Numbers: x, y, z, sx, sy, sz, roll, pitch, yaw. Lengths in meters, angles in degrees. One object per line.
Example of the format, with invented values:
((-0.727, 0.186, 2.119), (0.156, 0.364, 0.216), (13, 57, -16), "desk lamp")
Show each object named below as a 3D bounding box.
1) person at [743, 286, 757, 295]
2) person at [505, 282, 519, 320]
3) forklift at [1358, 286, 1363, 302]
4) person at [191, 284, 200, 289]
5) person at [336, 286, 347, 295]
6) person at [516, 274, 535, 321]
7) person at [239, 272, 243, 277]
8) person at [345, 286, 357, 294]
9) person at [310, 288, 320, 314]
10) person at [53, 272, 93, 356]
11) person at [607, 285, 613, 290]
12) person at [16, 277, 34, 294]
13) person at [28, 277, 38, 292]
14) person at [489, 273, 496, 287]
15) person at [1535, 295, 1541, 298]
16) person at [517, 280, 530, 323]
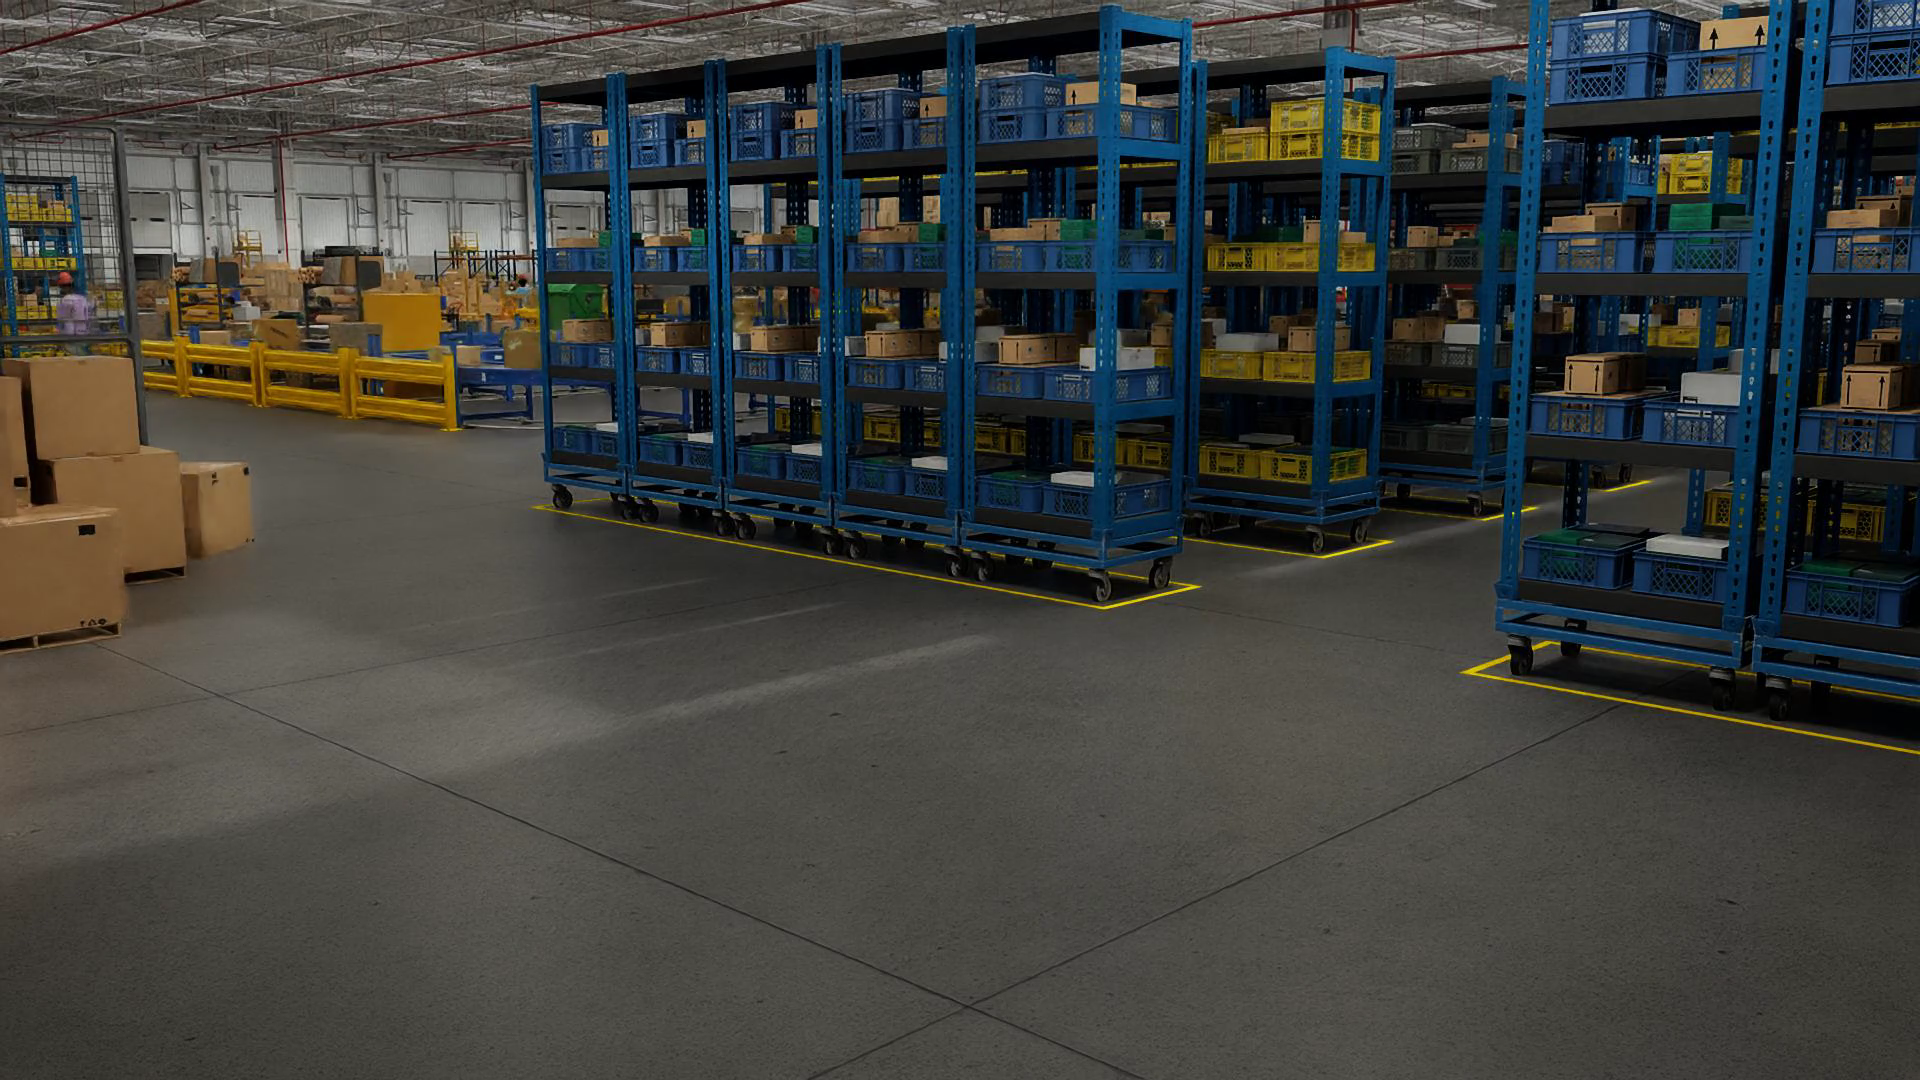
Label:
((-8.448, -9.974, 67.667), (0.674, 2.000, 0.537), (2, 10, 14), "person")
((-15.622, -8.216, 58.214), (0.516, 1.613, 0.452), (-1, 9, -5), "person")
((11.100, -7.017, 46.970), (1.873, 2.768, 1.129), (9, 13, 43), "forklift")
((-37.496, -12.103, 81.457), (0.931, 1.806, 0.637), (-2, 10, -13), "person")
((-22.387, -8.578, 60.031), (0.618, 1.748, 0.528), (1, 9, 5), "person")
((-15.482, -8.531, 59.309), (0.943, 1.894, 0.564), (-8, 12, -40), "person")
((-37.184, -12.945, 86.197), (0.551, 1.934, 0.373), (8, 12, 41), "person")
((-23.418, -9.309, 64.030), (0.616, 1.896, 0.650), (3, 10, 18), "person")
((-23.045, -8.551, 59.508), (0.386, 1.853, 0.530), (-3, 10, -16), "person")
((-13.737, -3.099, 25.582), (0.802, 2.014, 0.651), (1, 9, 4), "person")
((-15.958, -11.301, 76.318), (0.409, 1.866, 0.614), (9, 13, 43), "person")
((-29.794, -7.538, 53.096), (0.398, 1.928, 0.541), (9, 13, 43), "person")
((-30.021, -7.630, 53.867), (0.507, 1.858, 0.341), (3, 10, 20), "person")
((-23.952, -12.765, 85.300), (0.975, 1.883, 0.590), (-5, 10, -27), "person")
((15.347, -6.151, 44.909), (0.592, 1.826, 0.404), (0, 9, -3), "person")
((-15.288, -8.269, 58.261), (0.535, 1.697, 0.322), (1, 9, 6), "person")
